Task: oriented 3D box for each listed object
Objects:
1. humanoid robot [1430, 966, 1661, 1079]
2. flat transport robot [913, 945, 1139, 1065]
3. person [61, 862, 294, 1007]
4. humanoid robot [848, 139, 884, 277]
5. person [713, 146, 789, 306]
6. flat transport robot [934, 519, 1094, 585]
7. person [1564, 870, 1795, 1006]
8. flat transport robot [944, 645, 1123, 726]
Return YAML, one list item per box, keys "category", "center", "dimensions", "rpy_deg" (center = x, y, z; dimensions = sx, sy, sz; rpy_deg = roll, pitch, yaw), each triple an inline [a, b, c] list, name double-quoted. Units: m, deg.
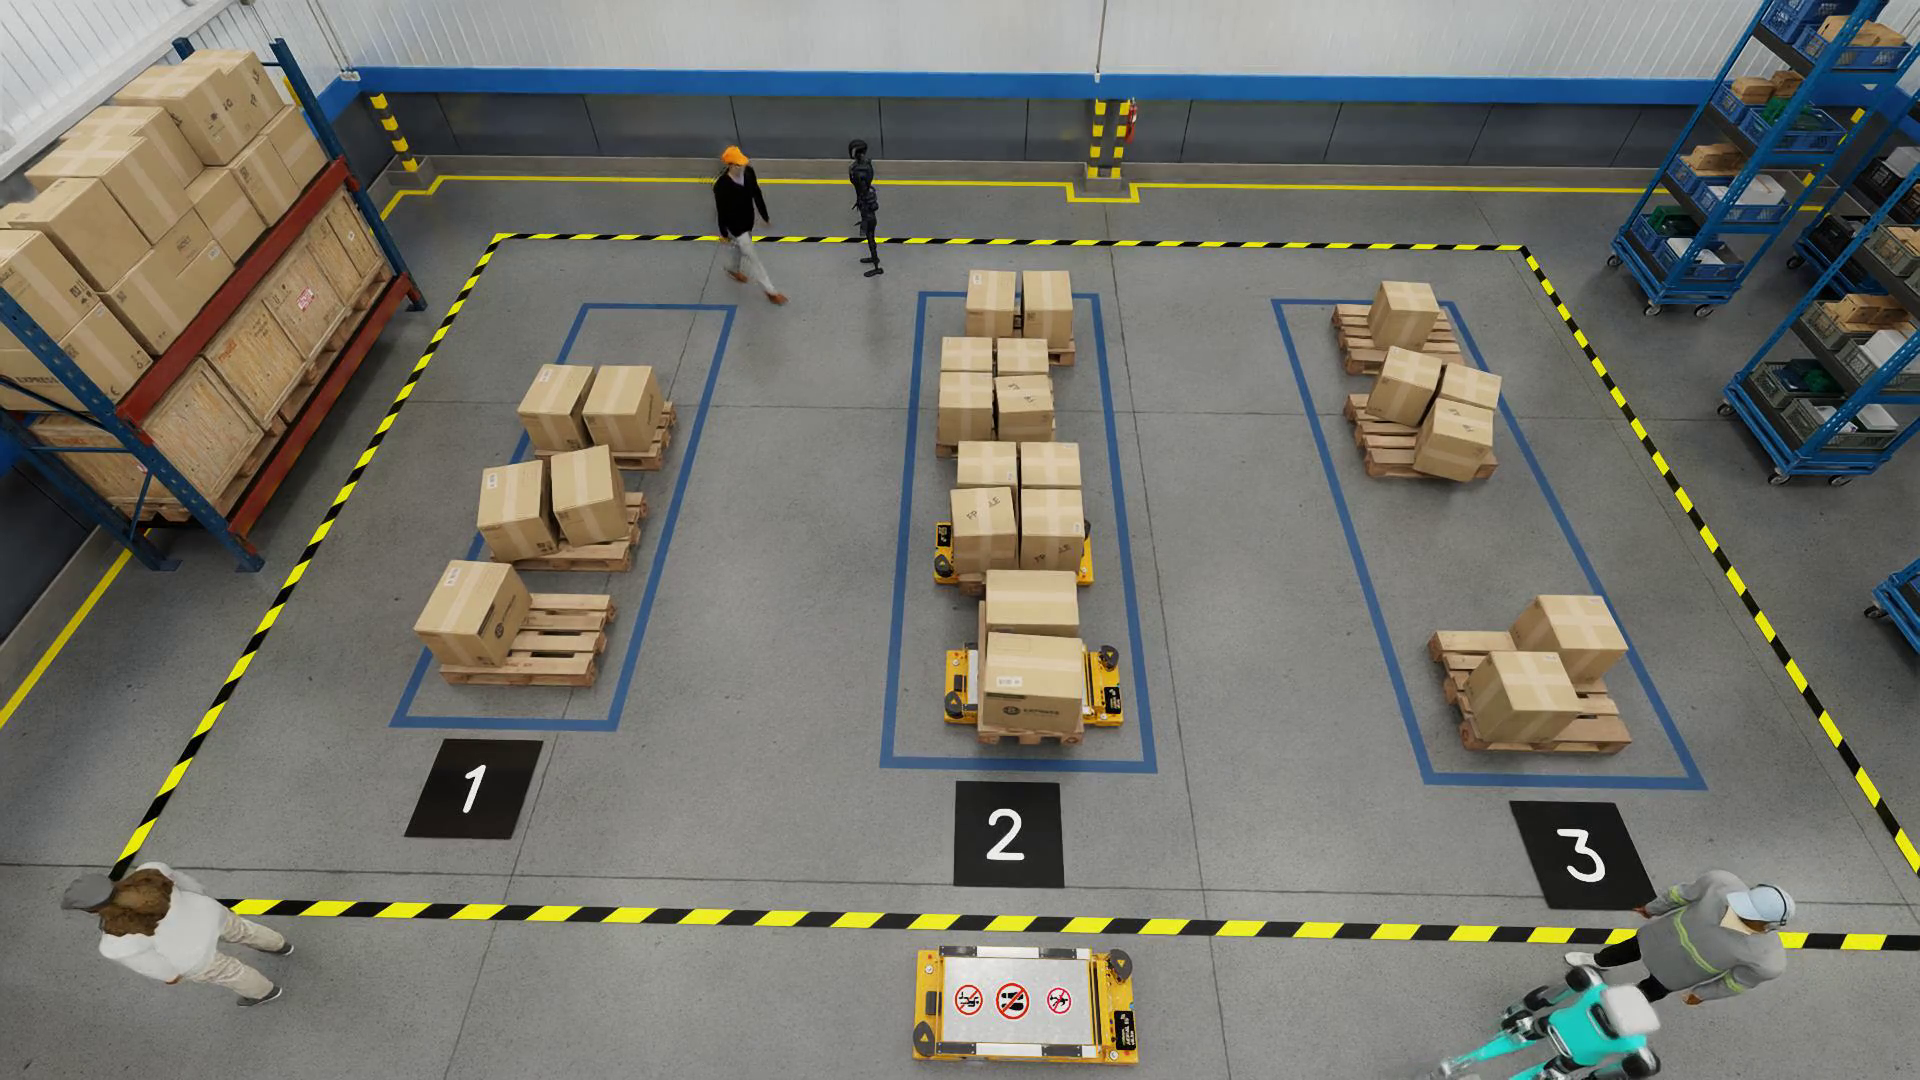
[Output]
- category: "humanoid robot"
  center: [3.107, 2.889, 5.103]
  dimensions: [0.736, 1.685, 0.534]
  rpy_deg: [-12, 52, -10]
- category: "flat transport robot"
  center: [0.422, 3.041, 6.007]
  dimensions: [1.431, 0.231, 0.659]
  rpy_deg: [1, 51, 1]
- category: "person"
  center: [-4.678, 2.395, 5.564]
  dimensions: [0.397, 1.768, 0.572]
  rpy_deg: [-6, 51, -5]
- category: "humanoid robot"
  center: [-1.114, -3.884, 10.732]
  dimensions: [0.315, 1.659, 0.599]
  rpy_deg: [-7, 51, -6]
- category: "person"
  center: [-2.479, -3.620, 10.434]
  dimensions: [0.990, 1.831, 0.601]
  rpy_deg: [24, 55, 18]
- category: "flat transport robot"
  center: [0.490, 0.087, 8.397]
  dimensions: [1.431, 0.197, 0.652]
  rpy_deg: [1, 51, 1]
- category: "person"
  center: [4.287, 2.442, 5.473]
  dimensions: [0.397, 1.850, 0.596]
  rpy_deg: [-4, 51, -3]
- category: "flat transport robot"
  center: [0.596, 1.174, 7.511]
  dimensions: [1.431, 0.197, 0.652]
  rpy_deg: [1, 51, 1]
